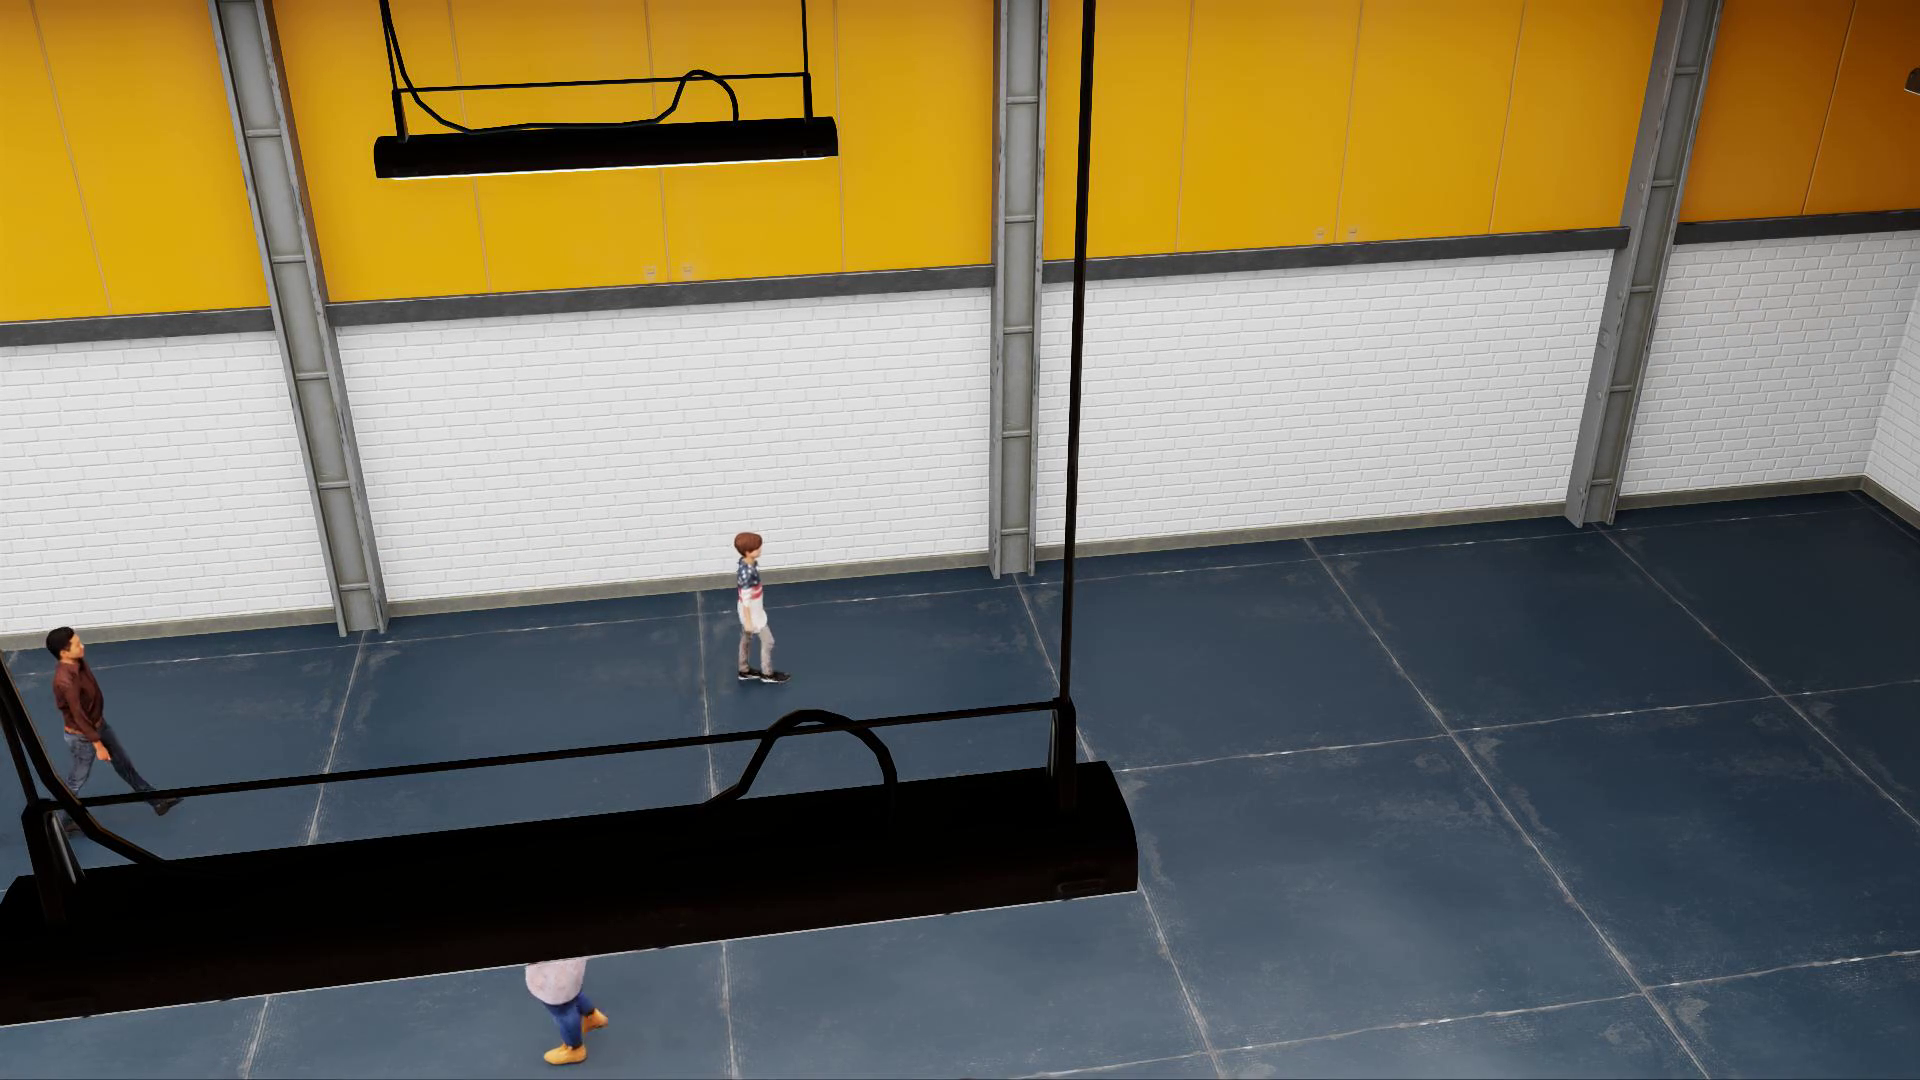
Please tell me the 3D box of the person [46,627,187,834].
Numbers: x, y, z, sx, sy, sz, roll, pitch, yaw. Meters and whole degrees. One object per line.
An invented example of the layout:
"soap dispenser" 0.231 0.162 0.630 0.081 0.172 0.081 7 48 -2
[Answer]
"person" -6.448 1.442 12.111 1.152 1.727 0.743 -7 29 -13

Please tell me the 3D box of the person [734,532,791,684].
"person" -1.821 0.582 13.997 0.635 1.431 0.525 -5 29 -9
